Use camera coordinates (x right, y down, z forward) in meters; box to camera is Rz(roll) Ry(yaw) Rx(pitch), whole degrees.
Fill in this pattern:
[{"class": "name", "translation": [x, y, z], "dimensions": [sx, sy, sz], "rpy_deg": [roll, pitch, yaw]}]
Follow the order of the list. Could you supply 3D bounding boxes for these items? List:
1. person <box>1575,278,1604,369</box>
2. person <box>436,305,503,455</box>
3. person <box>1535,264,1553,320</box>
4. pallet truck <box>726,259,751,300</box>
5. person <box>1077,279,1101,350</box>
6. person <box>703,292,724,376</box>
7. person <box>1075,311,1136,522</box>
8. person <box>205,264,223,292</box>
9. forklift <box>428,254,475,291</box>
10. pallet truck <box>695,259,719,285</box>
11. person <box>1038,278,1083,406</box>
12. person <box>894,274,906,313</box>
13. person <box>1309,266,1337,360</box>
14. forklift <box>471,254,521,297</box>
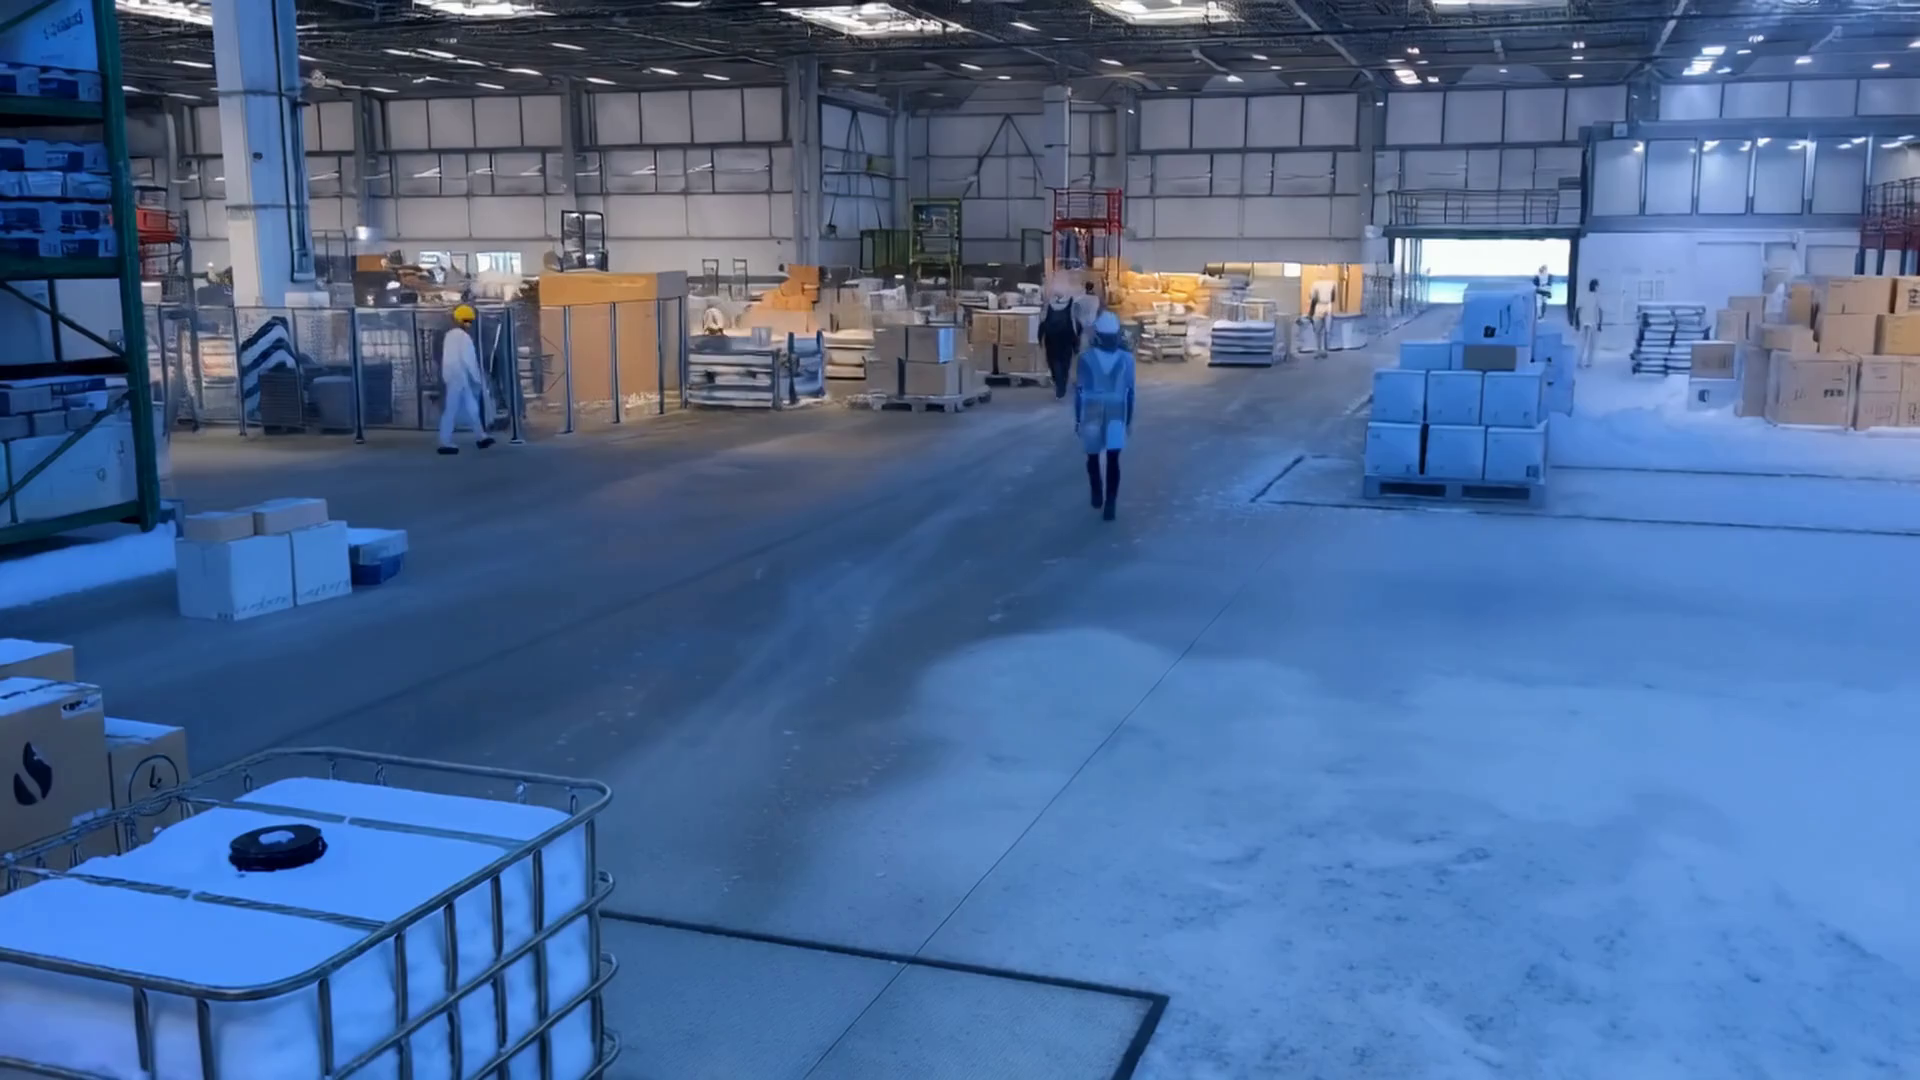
[{"class": "person", "translation": [12.723, -4.374, 33.644], "dimensions": [0.531, 1.843, 0.799], "rpy_deg": [6, 12, 31]}, {"class": "person", "translation": [-5.927, -1.921, 19.976], "dimensions": [0.905, 1.784, 0.613], "rpy_deg": [-6, 12, -32]}, {"class": "person", "translation": [19.367, -8.215, 55.207], "dimensions": [0.590, 1.862, 0.651], "rpy_deg": [4, 11, 20]}, {"class": "pallet truck", "translation": [-7.986, -9.493, 62.019], "dimensions": [0.823, 1.965, 1.885], "rpy_deg": [3, 11, 17]}, {"class": "person", "translation": [2.458, -3.994, 31.459], "dimensions": [0.506, 1.853, 0.498], "rpy_deg": [-6, 12, -29]}, {"class": "person", "translation": [-4.333, -3.489, 29.075], "dimensions": [0.370, 1.681, 0.562], "rpy_deg": [5, 11, 25]}, {"class": "person", "translation": [1.343, -1.163, 15.381], "dimensions": [0.549, 1.910, 0.858], "rpy_deg": [1, 10, 6]}, {"class": "person", "translation": [-29.038, -9.859, 64.725], "dimensions": [0.633, 1.779, 0.949], "rpy_deg": [-6, 12, -30]}, {"class": "forklift", "translation": [-20.133, -10.254, 65.465], "dimensions": [1.157, 1.987, 2.680], "rpy_deg": [3, 11, 19]}, {"class": "pallet truck", "translation": [-9.165, -9.627, 62.776], "dimensions": [0.823, 1.965, 1.885], "rpy_deg": [4, 11, 23]}, {"class": "person", "translation": [1.588, -3.176, 26.321], "dimensions": [0.690, 2.000, 0.984], "rpy_deg": [4, 11, 20]}, {"class": "person", "translation": [-1.537, -5.914, 42.534], "dimensions": [0.324, 1.763, 0.524], "rpy_deg": [0, 10, 2]}, {"class": "person", "translation": [7.927, -4.967, 36.406], "dimensions": [0.605, 2.044, 0.374], "rpy_deg": [-1, 10, -4]}, {"class": "forklift", "translation": [-17.990, -10.121, 64.684], "dimensions": [1.157, 1.987, 2.680], "rpy_deg": [3, 11, 17]}]
